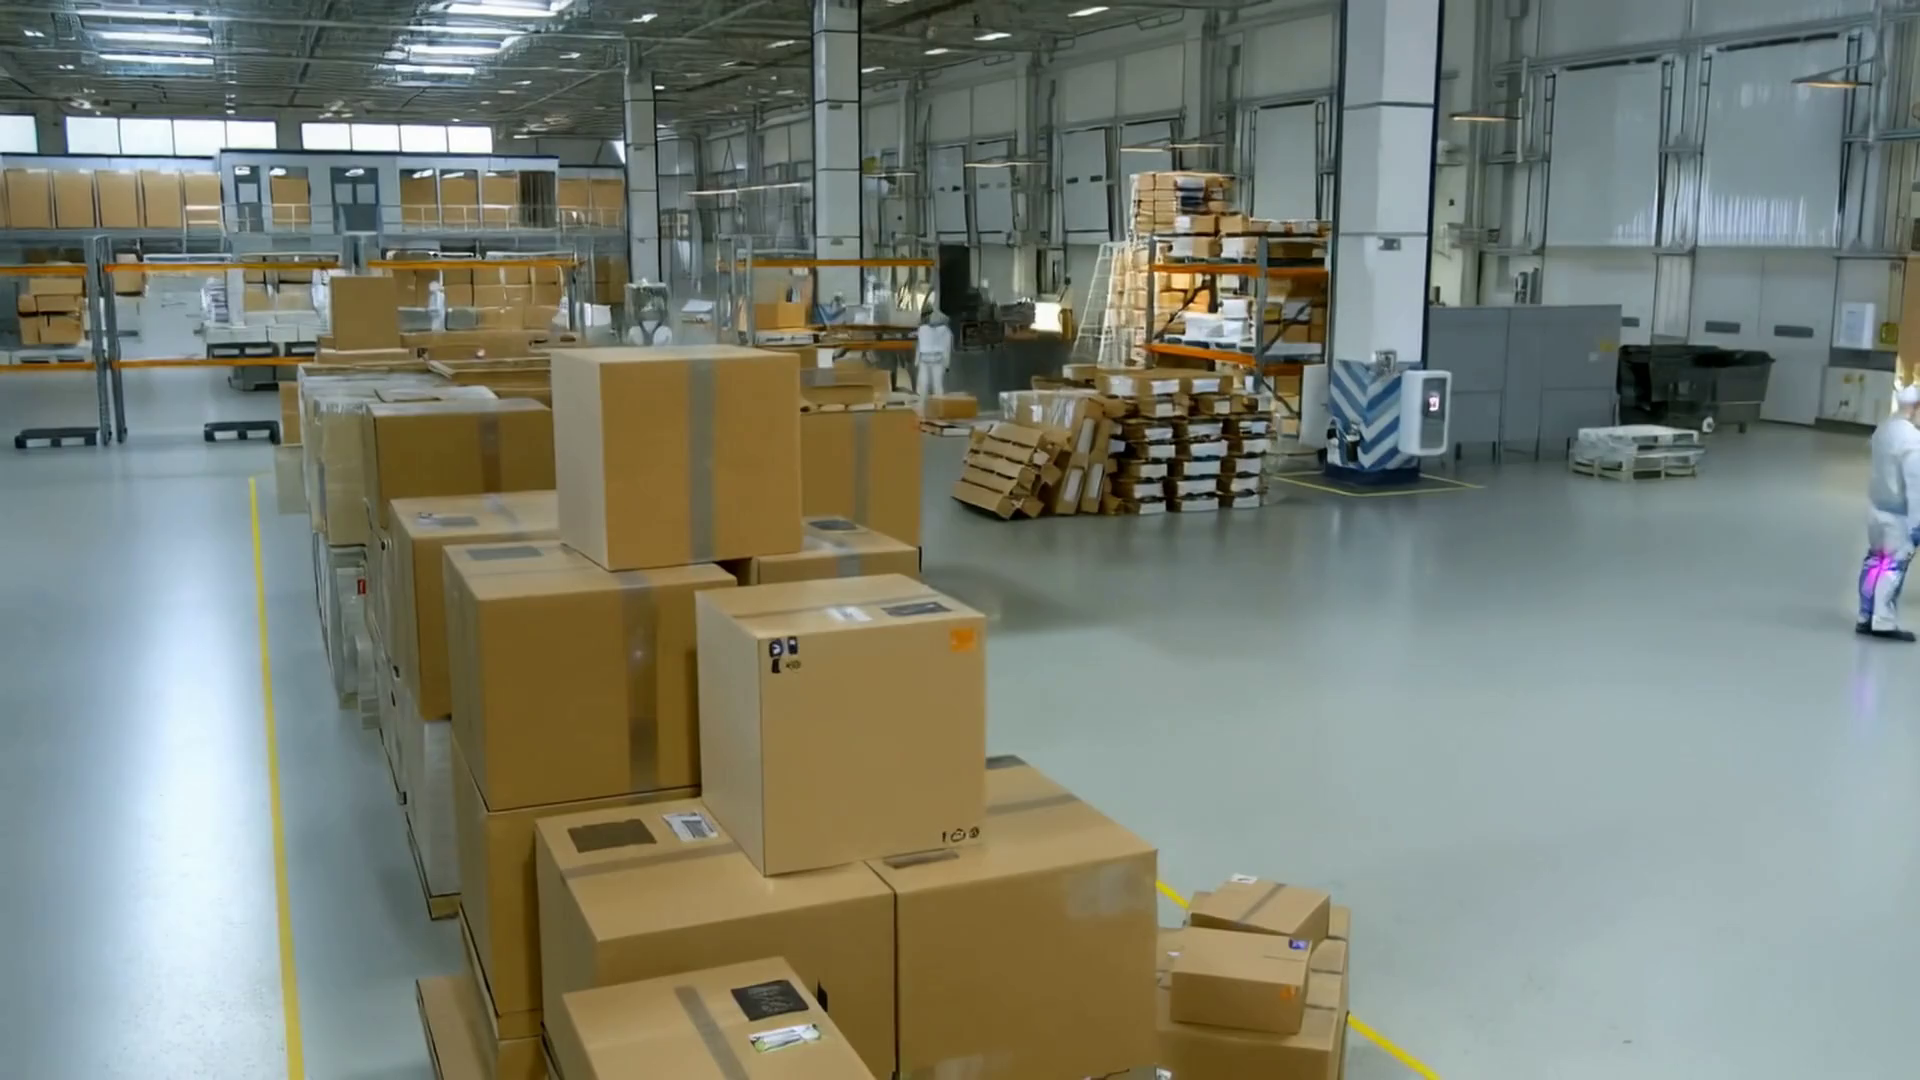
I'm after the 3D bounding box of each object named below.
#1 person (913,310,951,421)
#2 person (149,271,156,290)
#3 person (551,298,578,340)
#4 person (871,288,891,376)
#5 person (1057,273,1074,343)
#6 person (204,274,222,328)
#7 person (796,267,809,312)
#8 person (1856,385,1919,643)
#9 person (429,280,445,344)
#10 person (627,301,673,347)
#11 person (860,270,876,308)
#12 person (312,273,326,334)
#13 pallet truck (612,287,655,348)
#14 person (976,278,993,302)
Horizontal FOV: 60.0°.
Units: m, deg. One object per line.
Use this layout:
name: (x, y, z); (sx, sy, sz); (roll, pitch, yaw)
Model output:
person: (-0.504, -2.844, 27.284); (0.661, 1.815, 0.784); (5, 11, 26)
person: (-27.761, -8.328, 57.338); (0.355, 1.883, 0.574); (-8, 13, -36)
person: (-7.344, -3.518, 30.772); (0.583, 1.914, 0.656); (6, 12, 28)
person: (-1.723, -4.525, 36.279); (0.639, 1.910, 0.641); (3, 11, 18)
person: (3.052, -6.692, 48.009); (0.394, 1.992, 0.622); (-6, 12, -29)
person: (-25.198, -7.997, 55.685); (0.683, 1.823, 0.526); (-4, 11, -20)
person: (-6.436, -10.309, 68.434); (0.629, 1.826, 0.567); (-4, 11, -23)
person: (6.967, -0.192, 12.380); (0.384, 1.930, 0.634); (0, 10, 0)
person: (-14.027, -6.016, 44.618); (0.345, 1.877, 0.579); (-9, 14, -42)
person: (-4.865, -2.768, 26.258); (0.699, 2.000, 0.543); (0, 10, 1)
person: (-3.097, -8.059, 55.710); (0.638, 1.931, 0.465); (-1, 10, -4)
person: (-19.452, -7.135, 50.610); (0.552, 1.935, 0.360); (9, 13, 40)
pallet truck: (-6.464, -4.406, 35.401); (0.823, 1.965, 1.885); (6, 12, 32)
person: (0.659, -6.762, 48.807); (0.532, 1.852, 0.621); (-4, 11, -22)
